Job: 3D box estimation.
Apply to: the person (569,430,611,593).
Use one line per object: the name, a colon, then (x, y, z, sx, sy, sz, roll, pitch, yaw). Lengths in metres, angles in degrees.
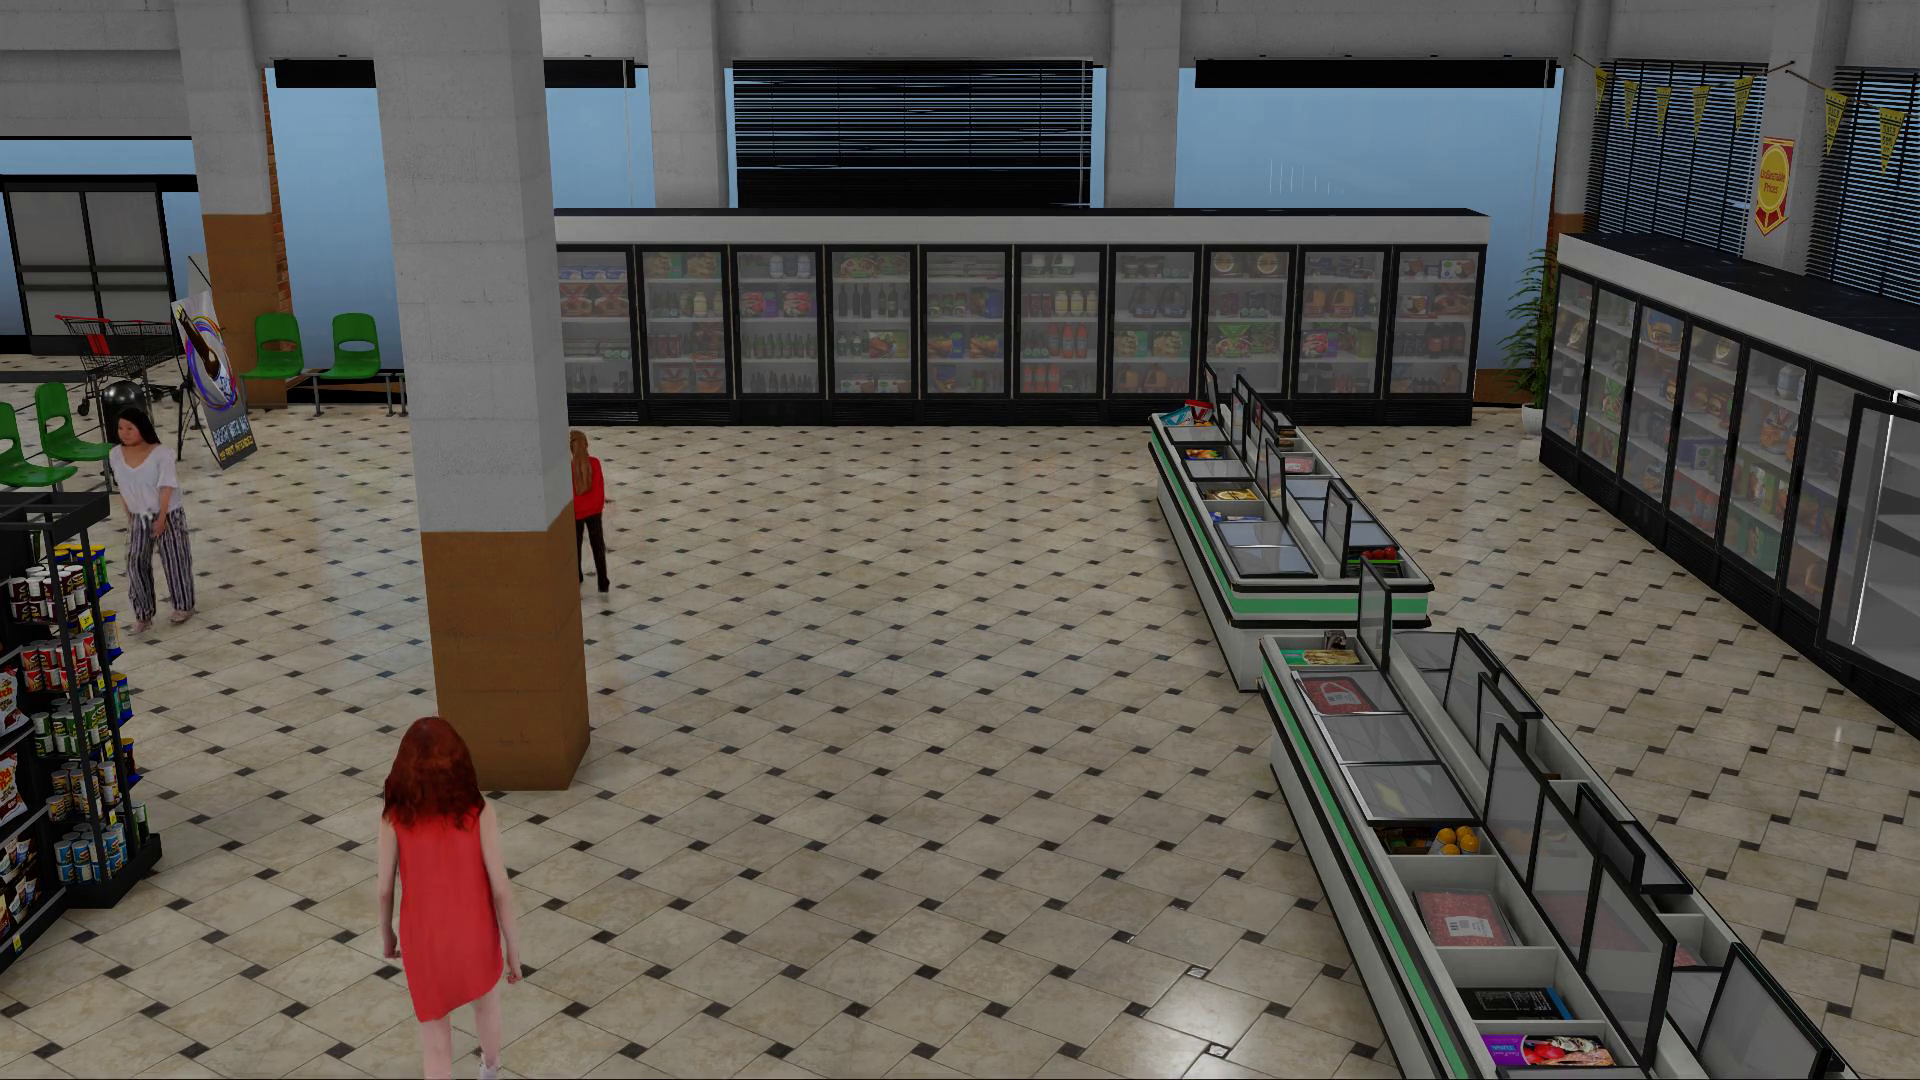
person: (-2.858, -0.194, 12.773, 0.717, 1.256, 0.975, -7, 18, -21)

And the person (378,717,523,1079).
person: (-1.863, 1.562, 6.071, 0.845, 1.788, 1.140, -5, 18, -15)

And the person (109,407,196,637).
person: (-5.785, -0.175, 12.044, 0.675, 1.642, 0.891, 1, 17, 4)
